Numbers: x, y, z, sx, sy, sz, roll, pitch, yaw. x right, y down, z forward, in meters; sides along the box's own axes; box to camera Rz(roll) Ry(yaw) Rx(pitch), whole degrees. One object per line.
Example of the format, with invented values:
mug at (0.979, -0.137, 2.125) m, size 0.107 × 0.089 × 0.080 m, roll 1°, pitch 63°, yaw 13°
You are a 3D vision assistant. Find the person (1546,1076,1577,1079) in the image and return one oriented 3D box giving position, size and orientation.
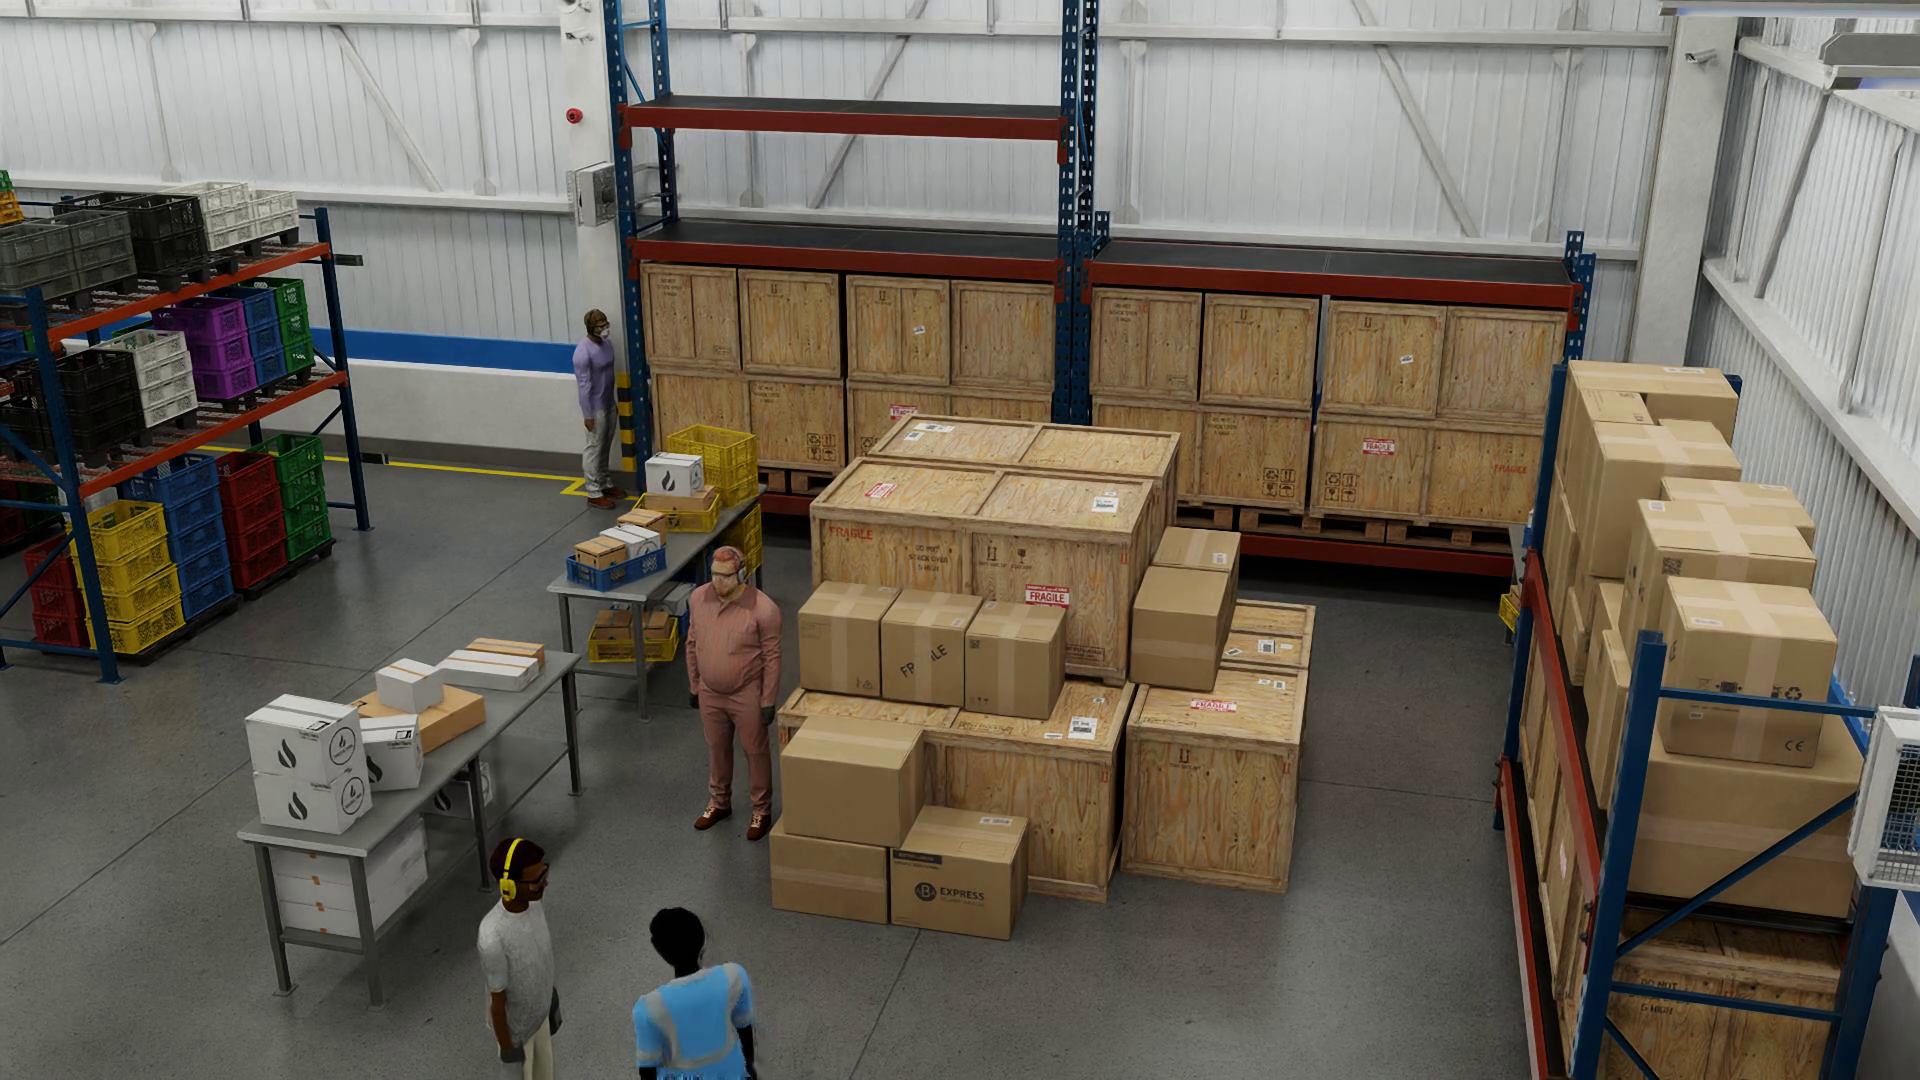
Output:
person at (2.016, 2.663, 5.856) m, size 0.430 × 1.844 × 0.624 m, roll -12°, pitch 24°, yaw -29°

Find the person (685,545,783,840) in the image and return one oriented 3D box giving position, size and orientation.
person at (-1.411, 0.935, 10.283) m, size 0.643 × 1.912 × 0.410 m, roll 8°, pitch 22°, yaw 20°

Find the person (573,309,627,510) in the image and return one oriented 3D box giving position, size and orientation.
person at (-3.478, -1.277, 16.031) m, size 0.355 × 1.937 × 0.635 m, roll 5°, pitch 21°, yaw 12°

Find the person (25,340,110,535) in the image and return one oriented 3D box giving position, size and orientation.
person at (-8.136, -0.937, 15.215) m, size 0.576 × 1.884 × 0.354 m, roll -4°, pitch 21°, yaw -11°

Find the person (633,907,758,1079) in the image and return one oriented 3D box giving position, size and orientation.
person at (-1.101, 2.298, 7.038) m, size 0.564 × 1.667 × 0.793 m, roll -12°, pitch 24°, yaw -29°

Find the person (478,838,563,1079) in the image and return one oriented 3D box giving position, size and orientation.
person at (-1.880, 2.122, 7.256) m, size 0.327 × 1.862 × 0.501 m, roll 5°, pitch 21°, yaw 12°
